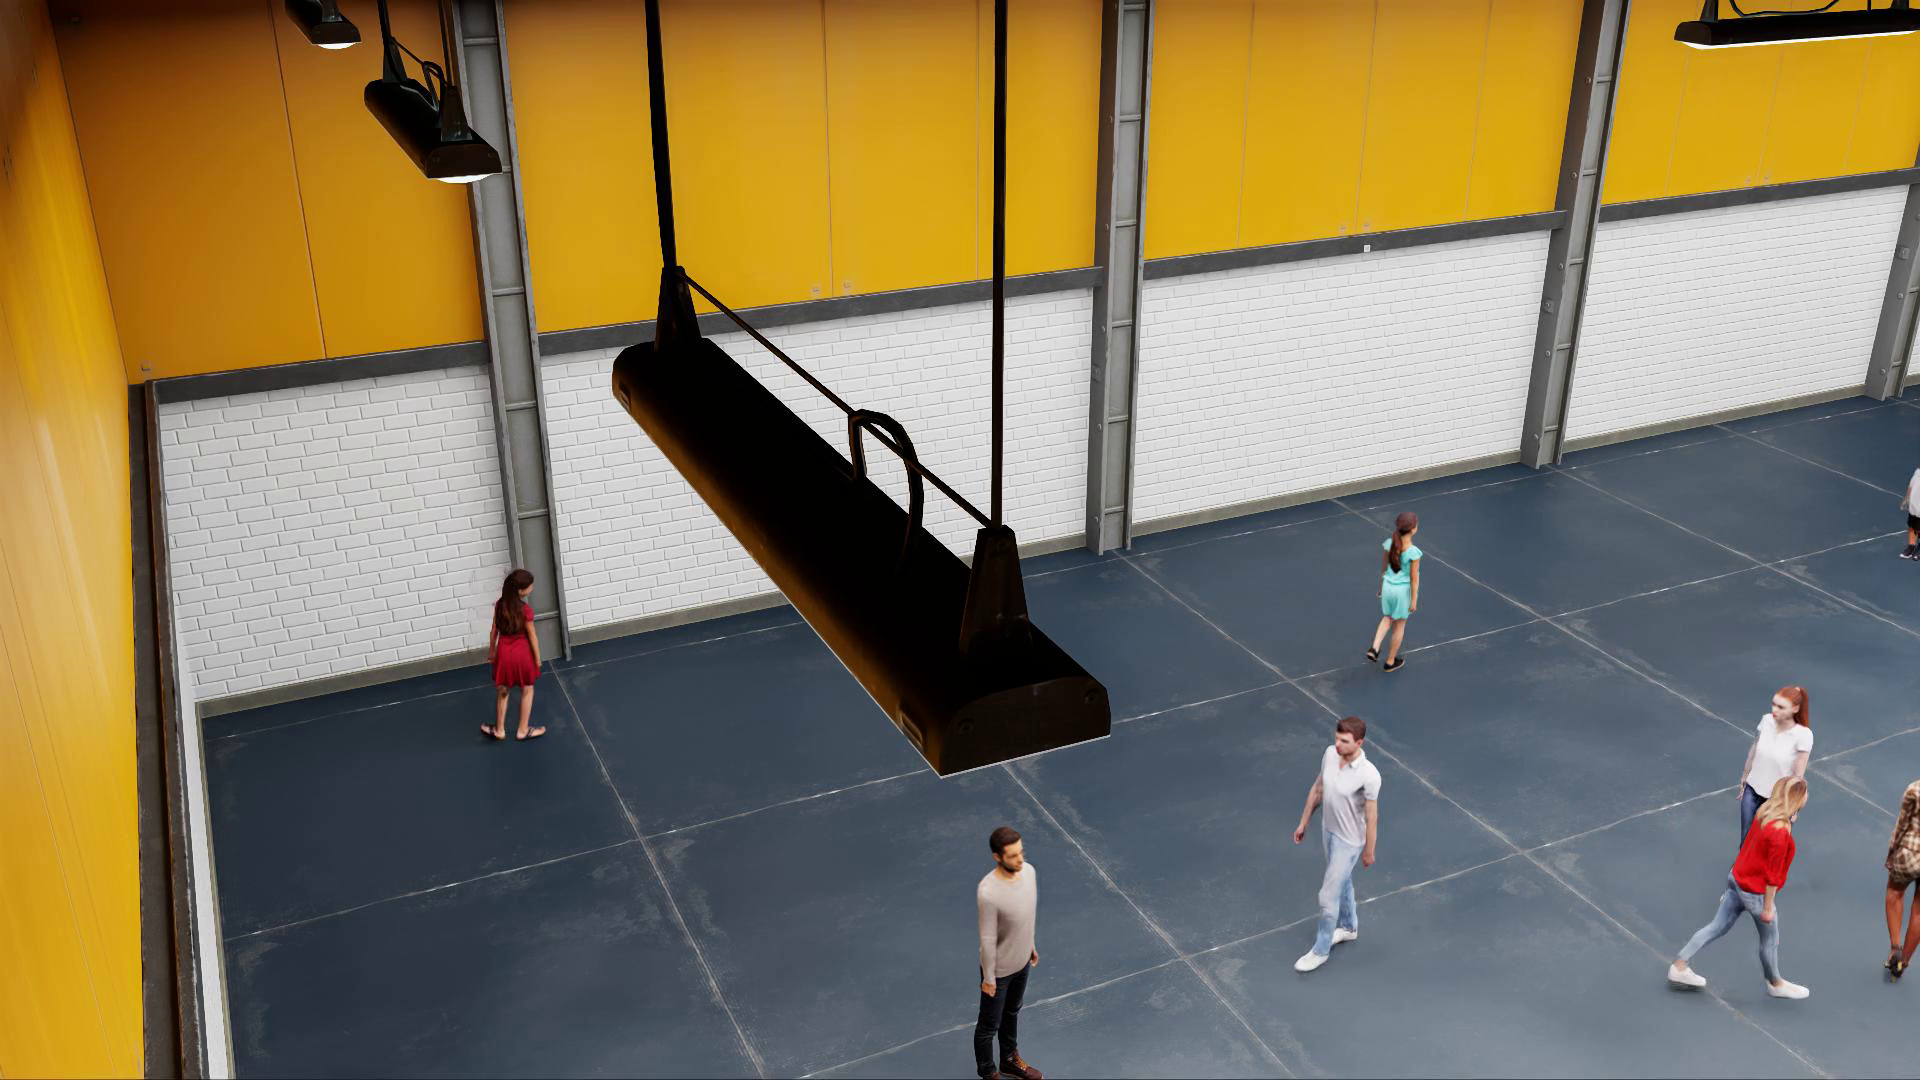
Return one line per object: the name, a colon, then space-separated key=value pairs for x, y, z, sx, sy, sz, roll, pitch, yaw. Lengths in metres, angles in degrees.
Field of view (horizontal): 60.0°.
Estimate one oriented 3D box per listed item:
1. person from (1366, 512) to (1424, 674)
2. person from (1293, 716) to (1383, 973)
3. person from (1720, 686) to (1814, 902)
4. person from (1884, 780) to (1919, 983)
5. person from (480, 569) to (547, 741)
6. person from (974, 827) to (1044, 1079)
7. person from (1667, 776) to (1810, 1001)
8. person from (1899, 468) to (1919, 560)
person: x=3.893 y=0.485 z=14.951 sx=0.721 sy=1.549 sz=0.631 roll=-18 pitch=30 yaw=-36
person: x=2.648 y=1.975 z=11.194 sx=0.850 sy=1.827 sz=0.647 roll=-10 pitch=25 yaw=-21
person: x=5.768 y=1.798 z=11.724 sx=0.761 sy=1.728 sz=0.619 roll=-13 pitch=27 yaw=-27
person: x=6.267 y=2.162 z=10.833 sx=0.733 sy=1.775 sz=0.783 roll=12 pitch=26 yaw=25
person: x=-3.772 y=0.965 z=13.873 sx=0.815 sy=1.533 sz=0.903 roll=1 pitch=24 yaw=3
person: x=0.268 y=2.508 z=9.926 sx=0.798 sy=1.868 sz=0.675 roll=17 pitch=29 yaw=34
person: x=5.028 y=2.267 z=10.743 sx=1.183 sy=1.655 sz=0.998 roll=4 pitch=24 yaw=8
person: x=10.085 y=-0.410 z=17.368 sx=0.515 sy=1.252 sz=0.503 roll=-13 pitch=27 yaw=-28
